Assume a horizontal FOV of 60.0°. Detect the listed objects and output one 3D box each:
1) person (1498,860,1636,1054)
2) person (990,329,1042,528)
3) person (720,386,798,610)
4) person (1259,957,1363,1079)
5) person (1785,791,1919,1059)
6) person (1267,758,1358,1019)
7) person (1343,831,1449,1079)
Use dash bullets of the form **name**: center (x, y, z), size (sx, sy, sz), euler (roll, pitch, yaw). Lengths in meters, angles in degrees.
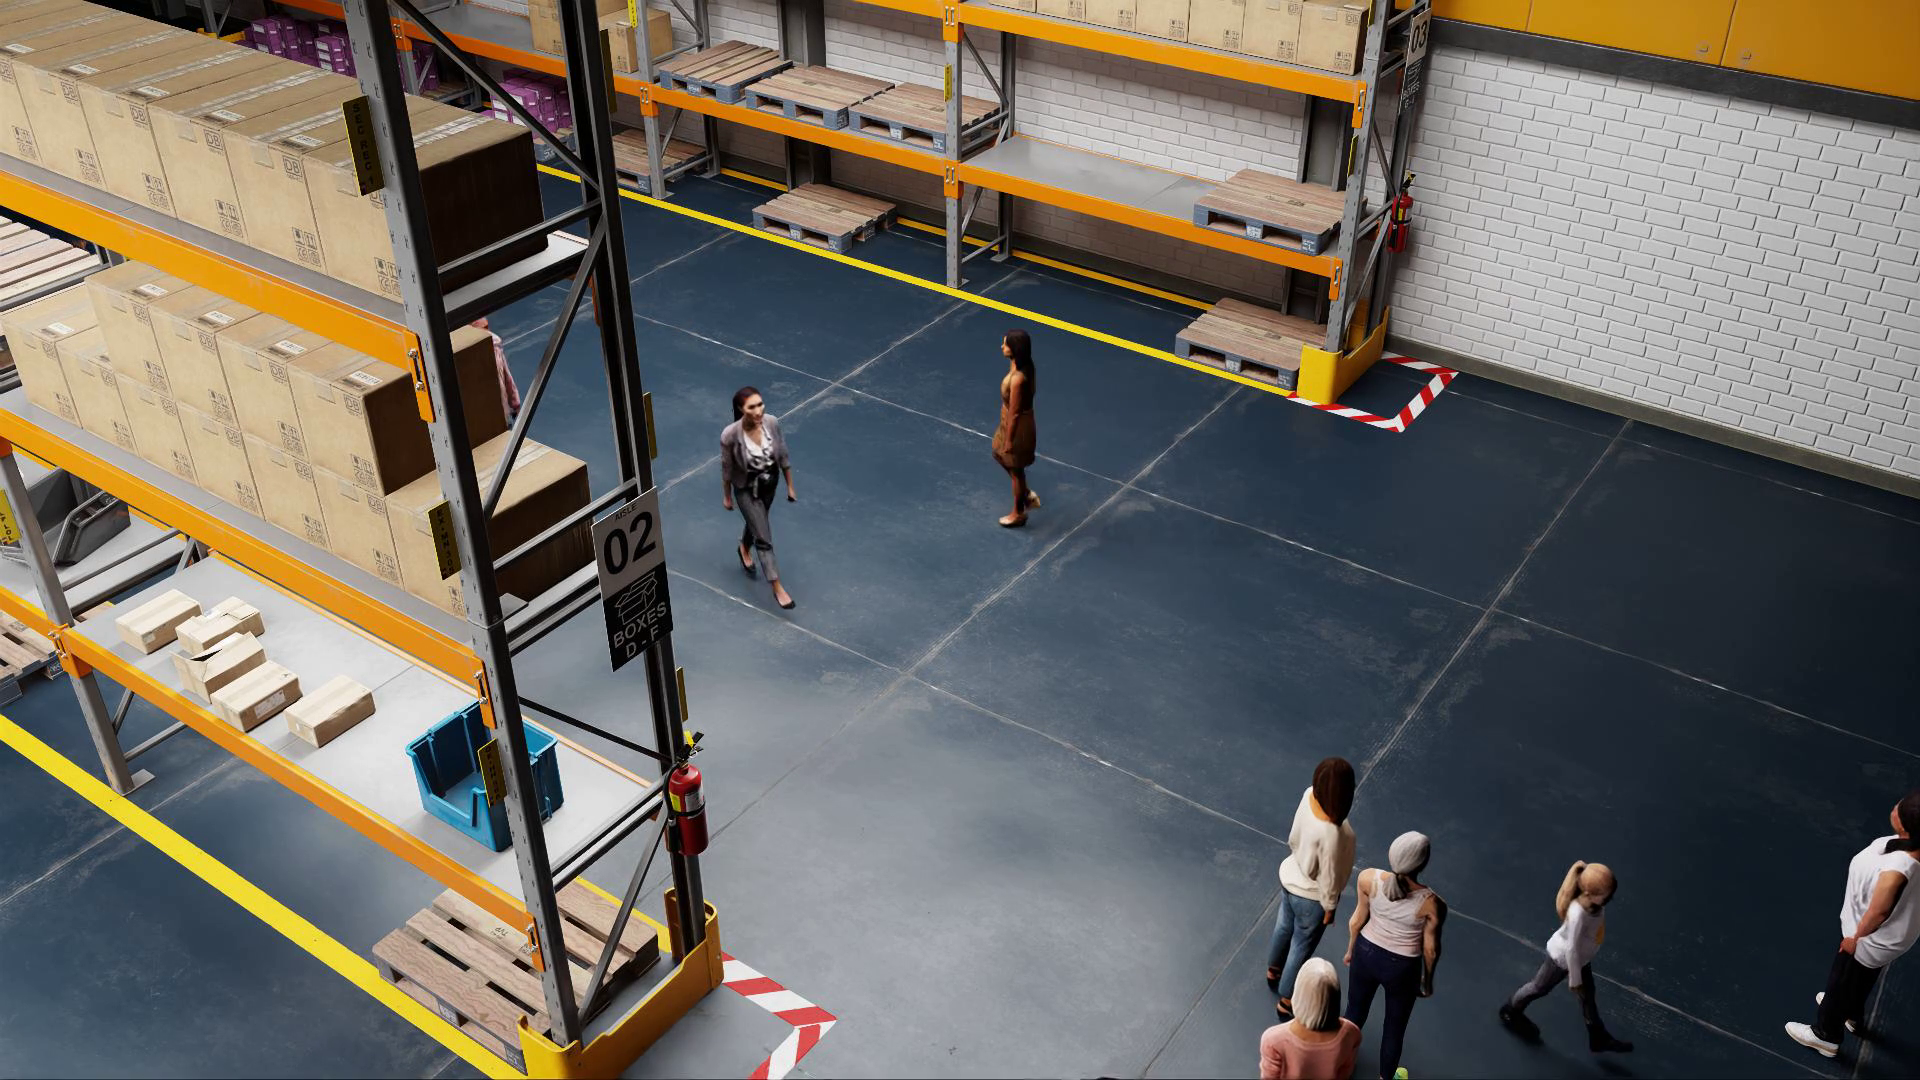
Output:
- **person**: center (3.021, 2.091, 8.451), size (0.885, 1.247, 0.519), euler (23, 40, 30)
- **person**: center (0.506, -0.814, 12.428), size (0.758, 1.683, 0.709), euler (2, 34, 3)
- **person**: center (-1.481, -0.363, 11.807), size (0.867, 1.620, 1.173), euler (-22, 40, -30)
- **person**: center (1.506, 2.515, 7.383), size (0.671, 1.724, 0.732), euler (-5, 34, -8)
- **person**: center (4.587, 1.902, 8.338), size (0.730, 1.688, 0.717), euler (-22, 39, -29)
- **person**: center (1.788, 1.772, 8.543), size (0.742, 1.676, 0.696), euler (-3, 34, -5)
- **person**: center (2.067, 2.073, 8.067), size (0.472, 1.702, 0.668), euler (19, 38, 26)
